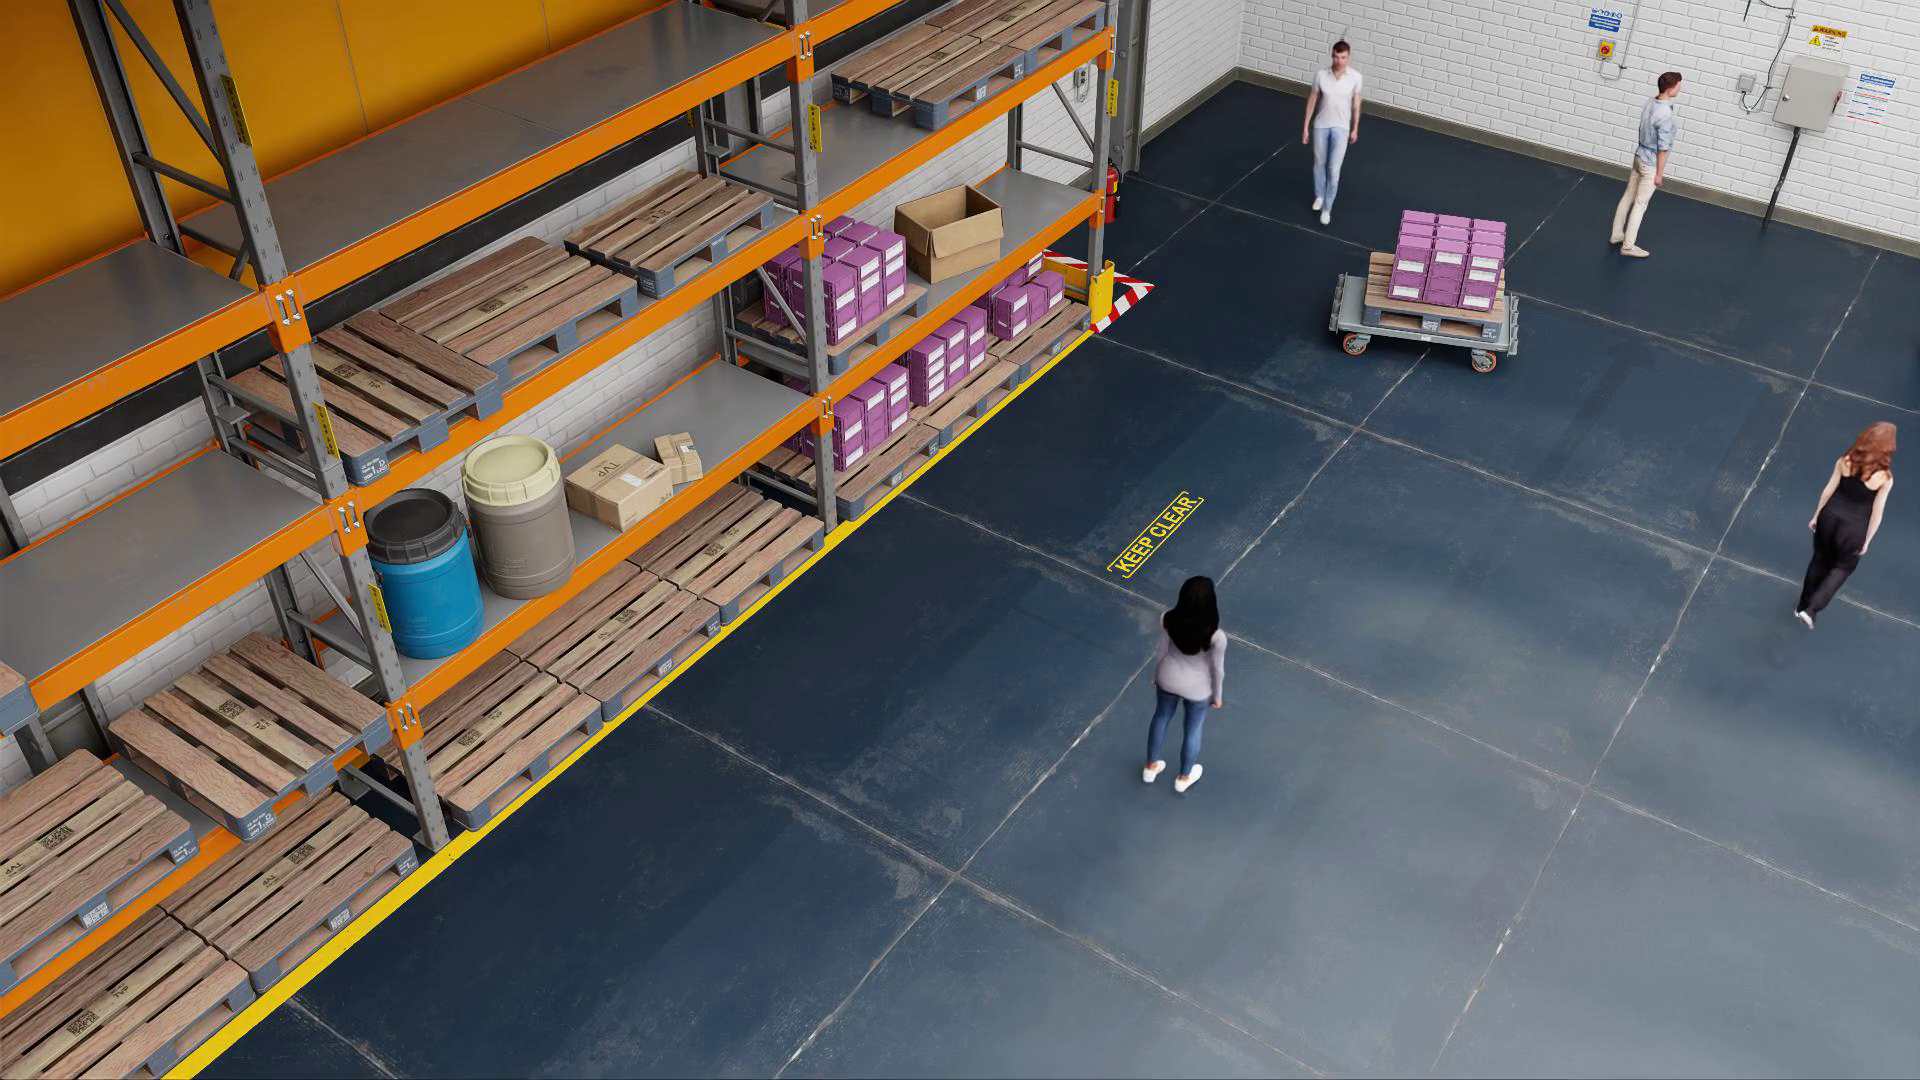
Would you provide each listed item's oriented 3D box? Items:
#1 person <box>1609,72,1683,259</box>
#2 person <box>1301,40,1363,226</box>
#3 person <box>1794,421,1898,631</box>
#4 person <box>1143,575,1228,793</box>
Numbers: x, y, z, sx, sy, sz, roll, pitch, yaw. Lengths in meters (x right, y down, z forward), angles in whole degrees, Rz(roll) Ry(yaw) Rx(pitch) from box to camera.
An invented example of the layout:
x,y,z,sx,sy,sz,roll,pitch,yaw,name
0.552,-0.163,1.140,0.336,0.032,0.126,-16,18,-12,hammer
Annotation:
x,y,z,sx,sy,sz,roll,pitch,yaw,name
6.705,-3.681,16.217,0.788,1.848,0.708,-3,39,-4,person
3.781,-4.207,16.891,0.830,1.830,0.975,12,40,15,person
6.212,-0.063,11.778,0.652,1.734,0.860,30,47,32,person
1.392,0.931,10.536,0.652,1.731,0.594,21,43,24,person
